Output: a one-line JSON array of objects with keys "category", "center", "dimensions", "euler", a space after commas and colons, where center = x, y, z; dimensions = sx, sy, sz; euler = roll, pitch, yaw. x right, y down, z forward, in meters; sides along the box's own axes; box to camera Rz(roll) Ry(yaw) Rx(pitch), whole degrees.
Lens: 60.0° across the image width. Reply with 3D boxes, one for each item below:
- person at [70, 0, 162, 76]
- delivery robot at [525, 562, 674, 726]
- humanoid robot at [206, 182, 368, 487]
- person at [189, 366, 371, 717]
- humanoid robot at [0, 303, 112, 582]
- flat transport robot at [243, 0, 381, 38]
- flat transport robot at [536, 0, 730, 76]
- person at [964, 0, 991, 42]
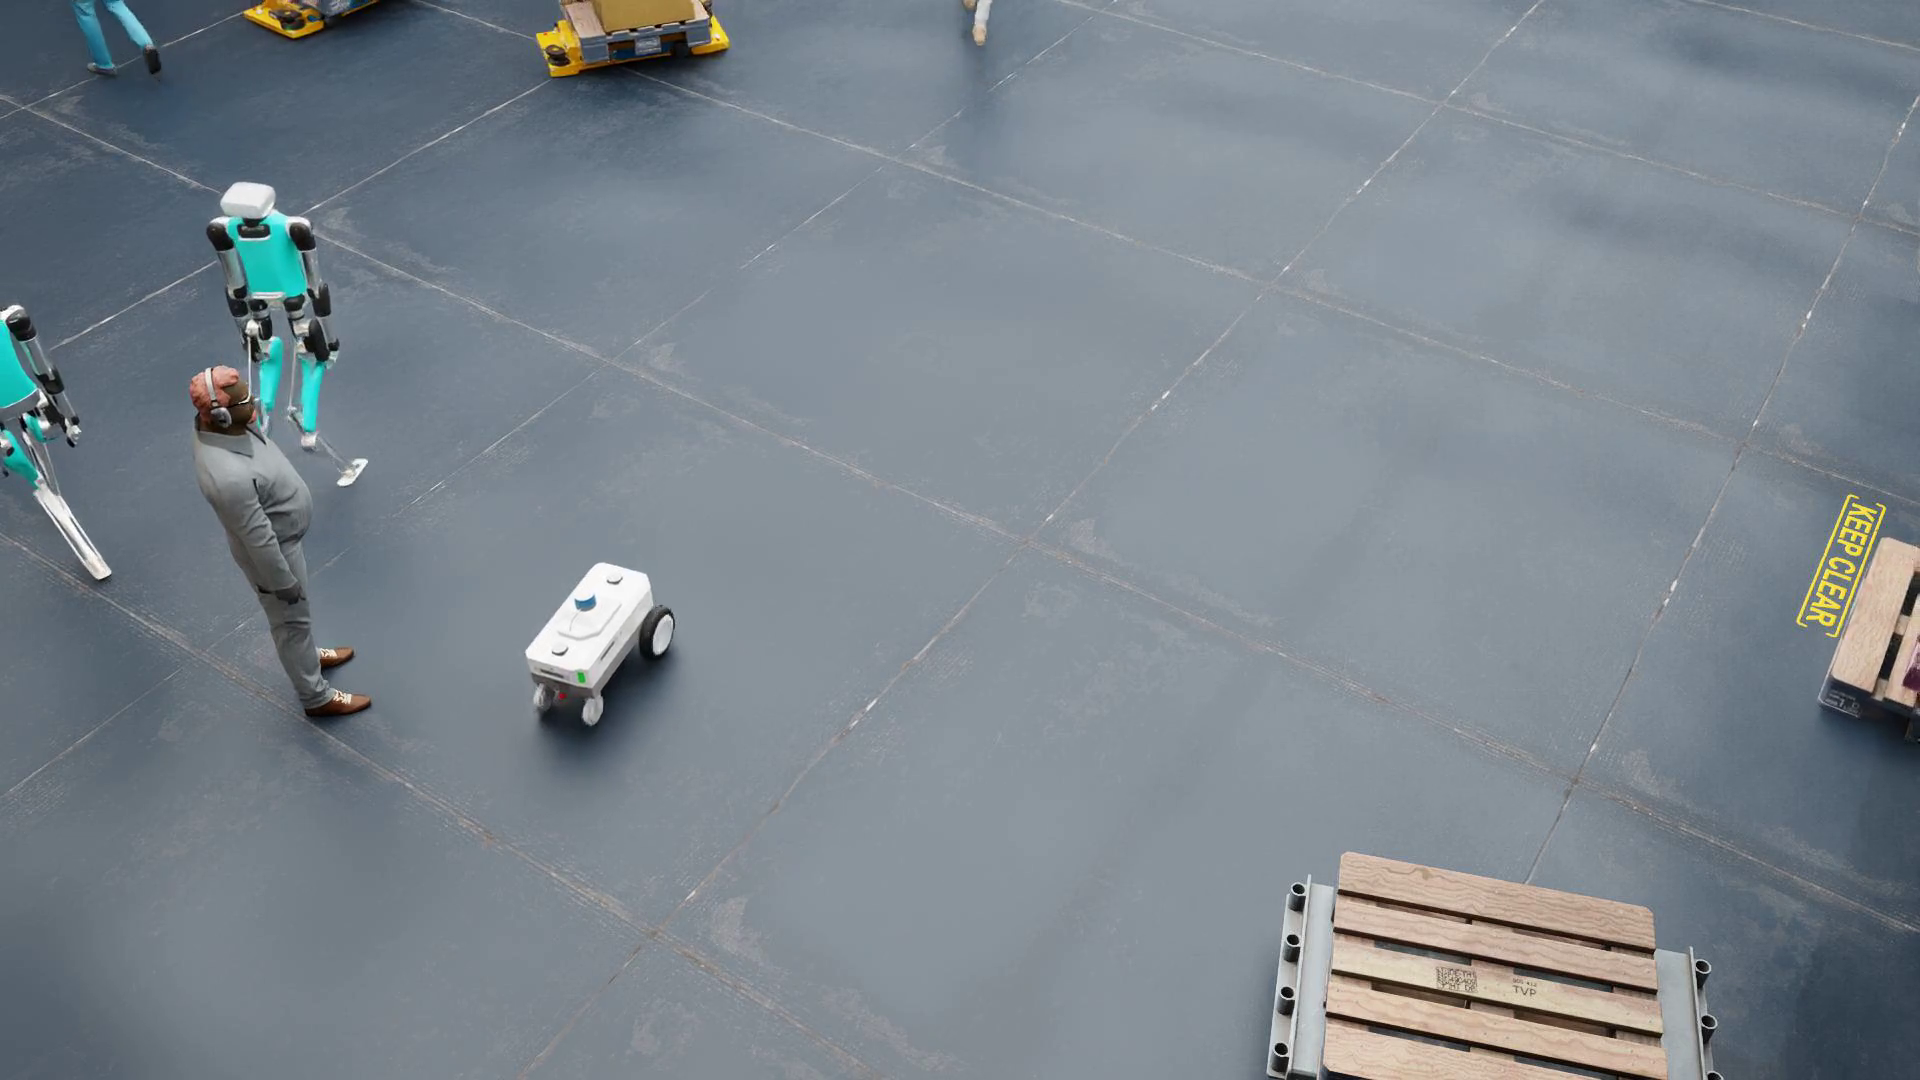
[{"category": "person", "center": [-6.524, -4.311, 12.431], "dimensions": [0.678, 1.827, 0.579], "euler": [23, 47, 23]}, {"category": "delivery robot", "center": [-1.767, 0.461, 8.062], "dimensions": [0.499, 0.613, 0.807], "euler": [14, 44, 15]}, {"category": "humanoid robot", "center": [-3.568, -0.915, 8.718], "dimensions": [0.530, 1.795, 0.795], "euler": [0, 42, 0]}, {"category": "person", "center": [-3.102, 0.010, 7.540], "dimensions": [0.410, 1.909, 0.639], "euler": [-18, 45, -19]}, {"category": "humanoid robot", "center": [-4.824, -0.630, 8.424], "dimensions": [0.550, 1.769, 1.039], "euler": [-30, 50, -30]}, {"category": "flat transport robot", "center": [-5.202, -4.600, 13.927], "dimensions": [0.659, 0.231, 1.431], "euler": [27, 48, 27]}, {"category": "flat transport robot", "center": [-2.620, -4.025, 13.283], "dimensions": [1.431, 0.231, 0.659], "euler": [-14, 44, -15]}, {"category": "person", "center": [0.158, -4.975, 13.187], "dimensions": [0.478, 1.813, 0.986], "euler": [-2, 42, -3]}]
